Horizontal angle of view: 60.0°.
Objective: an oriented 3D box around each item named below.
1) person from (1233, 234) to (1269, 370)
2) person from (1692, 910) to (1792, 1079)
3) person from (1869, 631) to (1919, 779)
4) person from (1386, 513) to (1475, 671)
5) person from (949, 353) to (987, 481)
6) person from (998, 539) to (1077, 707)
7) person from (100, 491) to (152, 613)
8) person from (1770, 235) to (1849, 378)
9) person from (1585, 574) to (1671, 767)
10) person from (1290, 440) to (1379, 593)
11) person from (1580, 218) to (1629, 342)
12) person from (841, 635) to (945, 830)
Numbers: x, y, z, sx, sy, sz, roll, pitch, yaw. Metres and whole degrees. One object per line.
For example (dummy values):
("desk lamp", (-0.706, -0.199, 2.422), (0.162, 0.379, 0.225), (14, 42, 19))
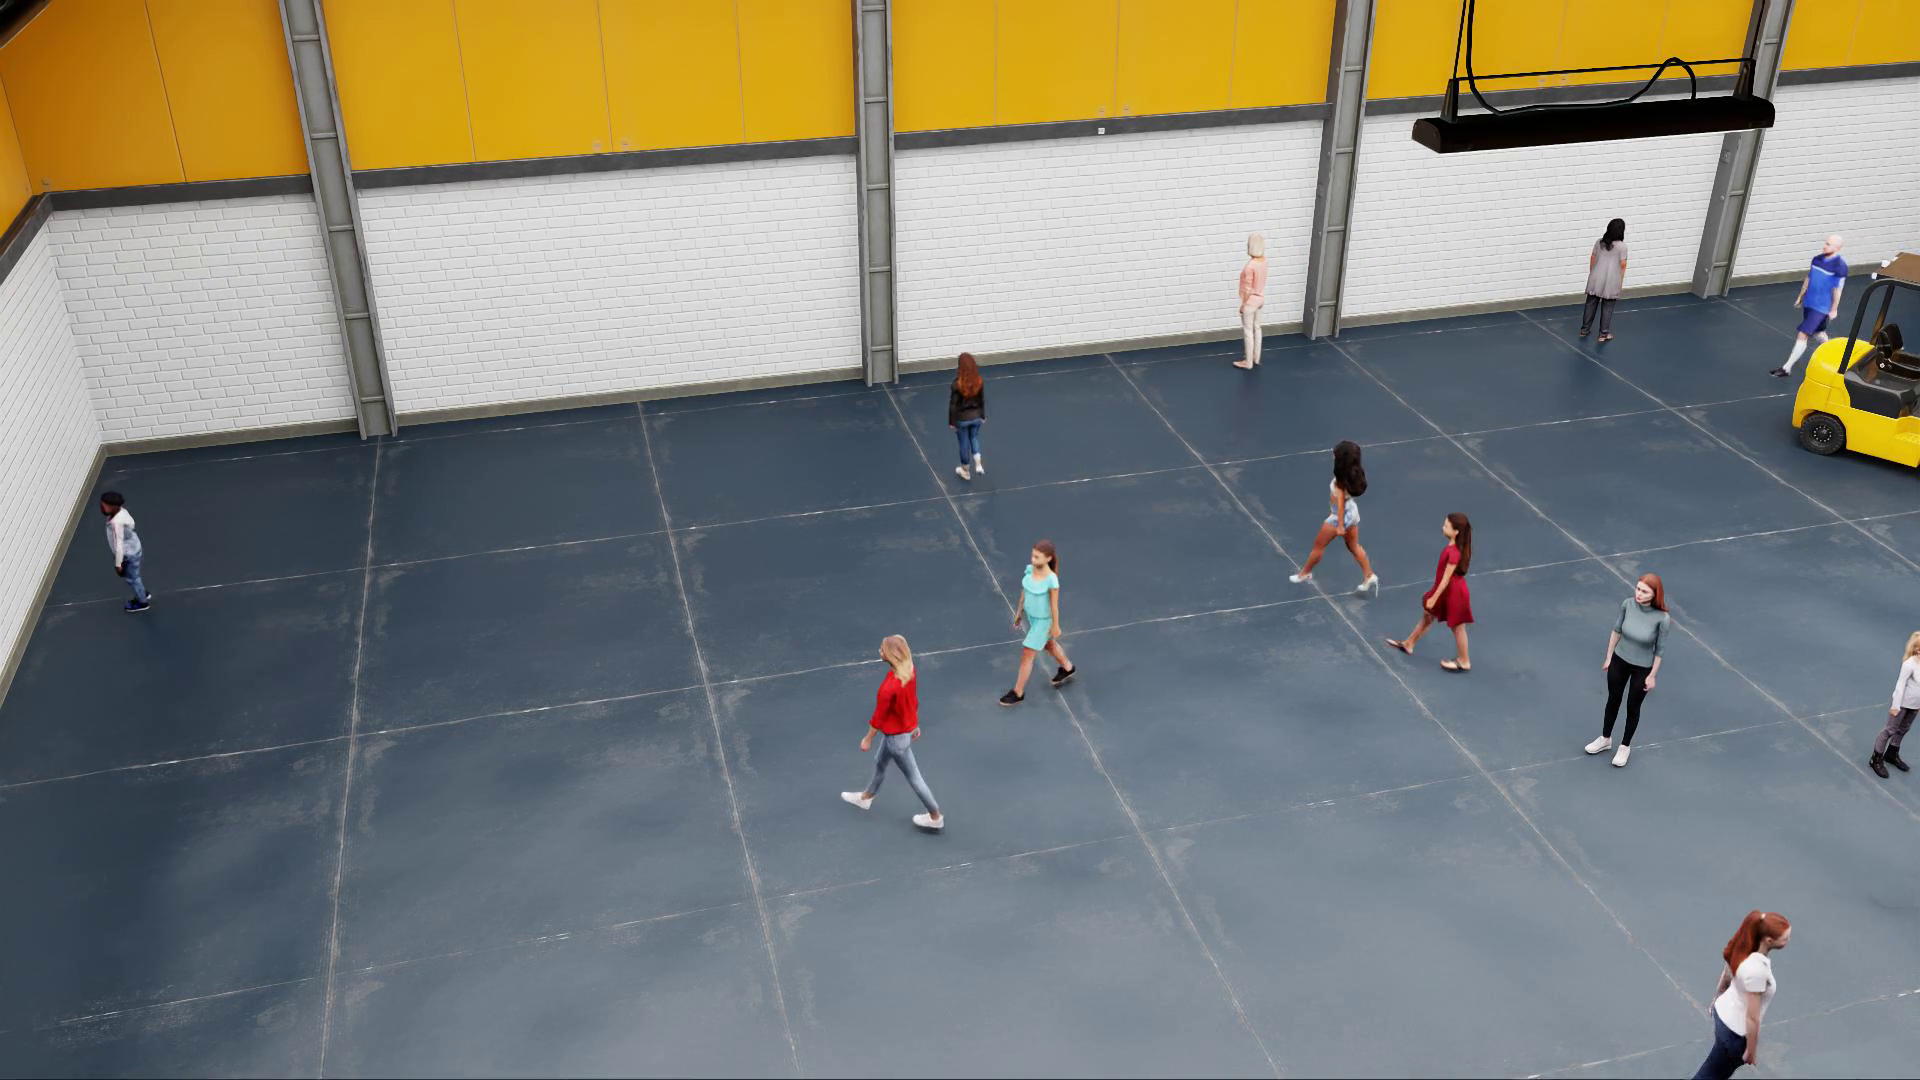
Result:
("person", (3.666, -2.999, 20.837), (0.742, 1.724, 0.651), (21, 35, 33))
("person", (4.555, 2.902, 10.020), (0.743, 1.722, 0.701), (4, 29, 8))
("person", (7.640, 1.301, 13.418), (0.454, 1.279, 0.575), (-11, 30, -19))
("person", (4.402, 0.489, 14.659), (1.049, 1.516, 0.838), (6, 29, 12))
("person", (0.117, -1.309, 17.994), (0.634, 1.478, 0.704), (-13, 31, -22))
("person", (0.752, 0.669, 14.323), (1.126, 1.522, 0.753), (-16, 32, -27))
("person", (-7.799, 0.090, 15.662), (0.505, 1.256, 0.506), (-8, 30, -15))
("person", (10.659, -2.870, 20.520), (1.194, 1.801, 0.726), (-6, 29, -10))
("person", (5.428, 1.035, 13.423), (0.656, 1.742, 0.657), (-22, 36, -35))
("person", (3.710, -0.169, 15.797), (1.103, 1.581, 1.000), (13, 31, 23))
("person", (8.427, -3.415, 21.719), (0.756, 1.610, 0.800), (25, 37, 38))
("person", (-0.412, 1.516, 12.634), (1.186, 1.653, 1.023), (10, 30, 18))
